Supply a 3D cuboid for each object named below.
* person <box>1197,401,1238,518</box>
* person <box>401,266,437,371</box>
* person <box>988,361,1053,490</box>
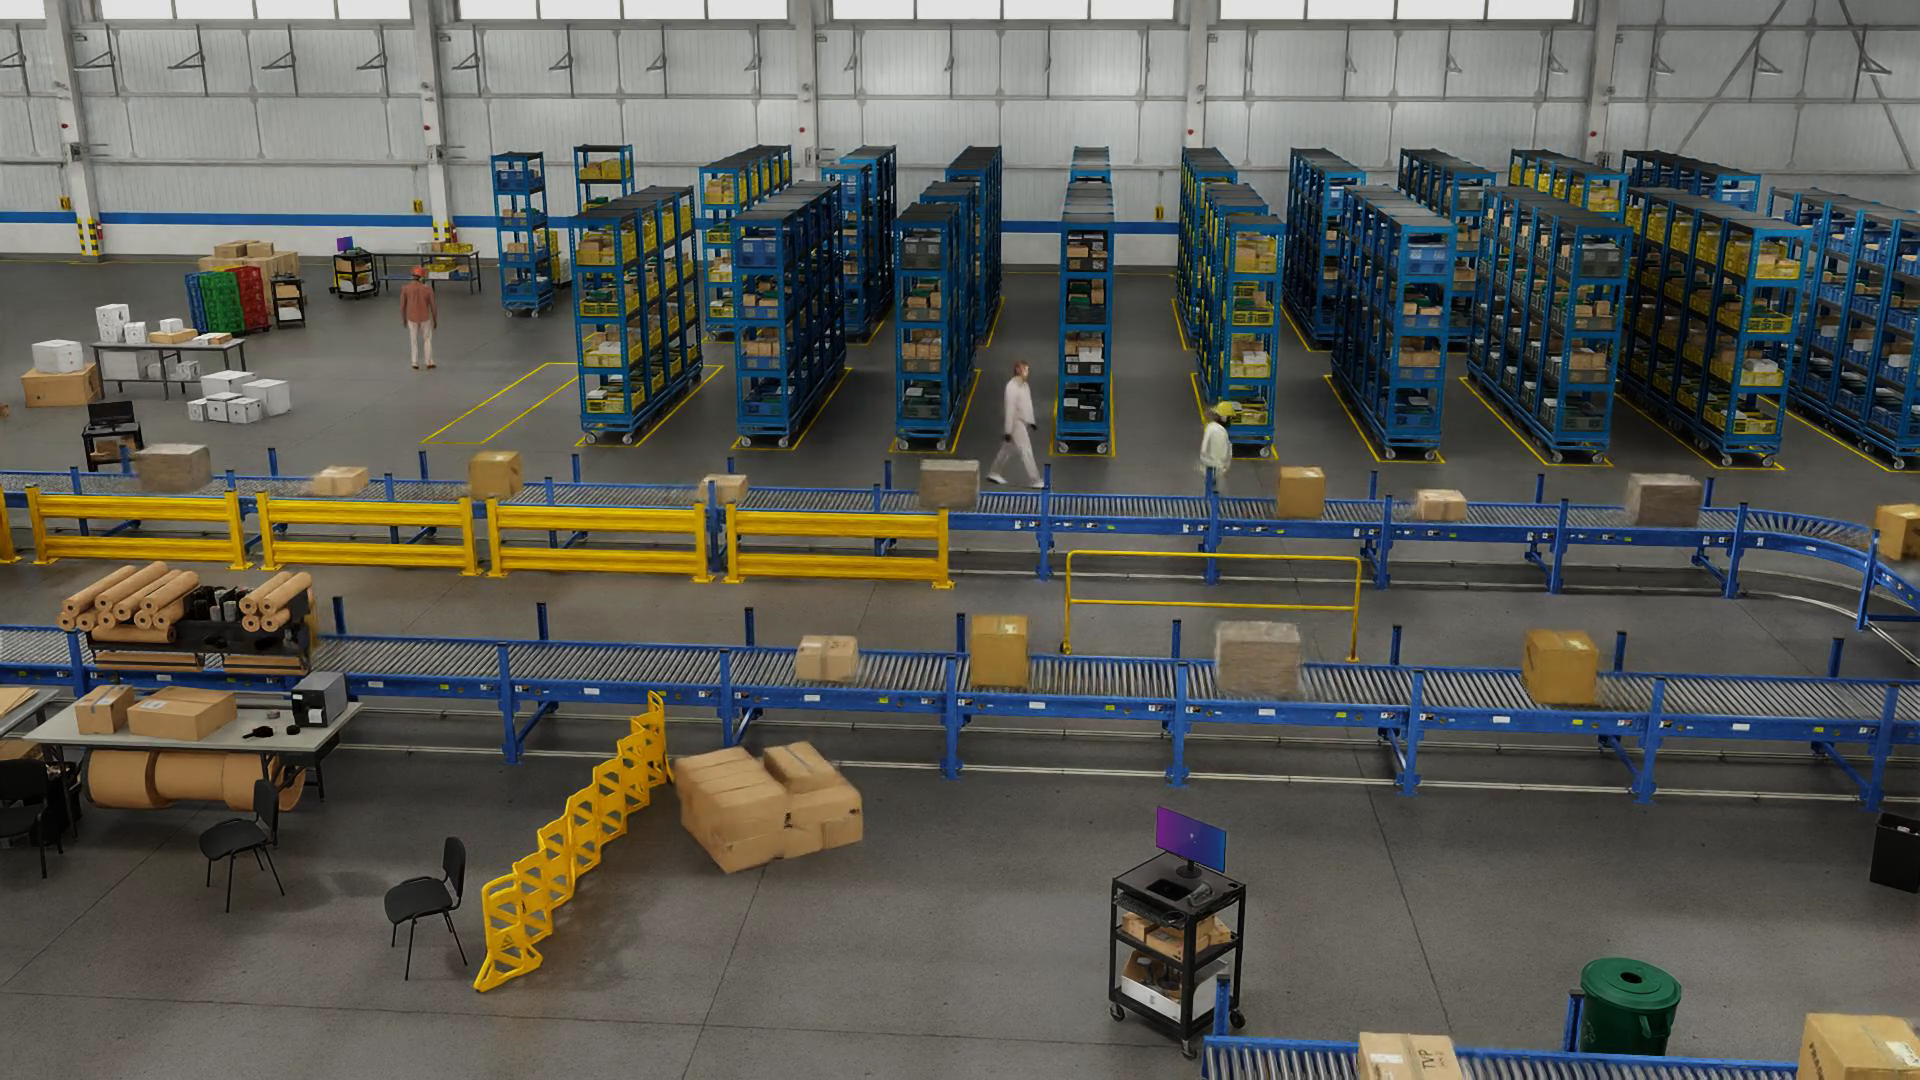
[{"bbox_3d":[3.307,-0.912,21.506,0.487,1.811,0.594,-1,18,-2],"label":"person"},{"bbox_3d":[-10.309,-4.231,31.748,0.625,1.983,0.420,-3,18,-11],"label":"person"},{"bbox_3d":[0.838,-1.656,23.785,1.001,1.862,0.658,5,18,15],"label":"person"}]
